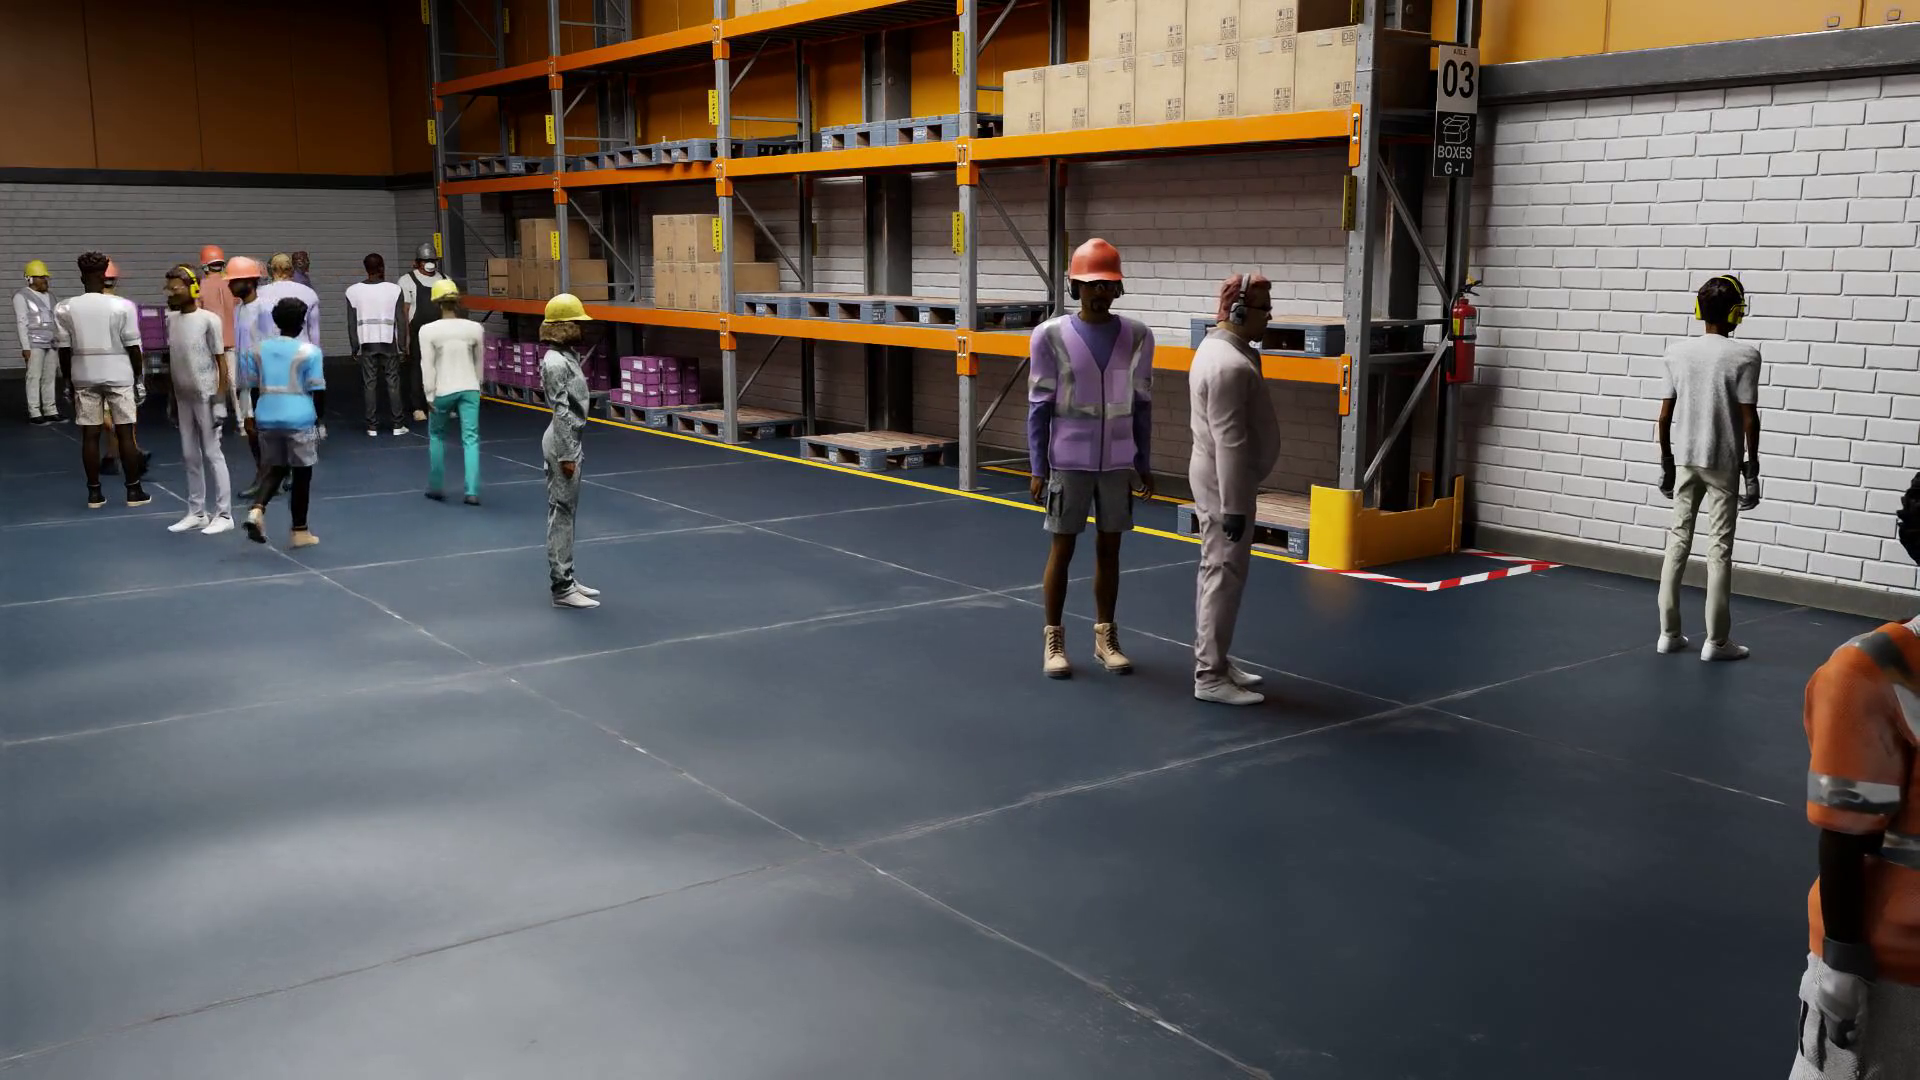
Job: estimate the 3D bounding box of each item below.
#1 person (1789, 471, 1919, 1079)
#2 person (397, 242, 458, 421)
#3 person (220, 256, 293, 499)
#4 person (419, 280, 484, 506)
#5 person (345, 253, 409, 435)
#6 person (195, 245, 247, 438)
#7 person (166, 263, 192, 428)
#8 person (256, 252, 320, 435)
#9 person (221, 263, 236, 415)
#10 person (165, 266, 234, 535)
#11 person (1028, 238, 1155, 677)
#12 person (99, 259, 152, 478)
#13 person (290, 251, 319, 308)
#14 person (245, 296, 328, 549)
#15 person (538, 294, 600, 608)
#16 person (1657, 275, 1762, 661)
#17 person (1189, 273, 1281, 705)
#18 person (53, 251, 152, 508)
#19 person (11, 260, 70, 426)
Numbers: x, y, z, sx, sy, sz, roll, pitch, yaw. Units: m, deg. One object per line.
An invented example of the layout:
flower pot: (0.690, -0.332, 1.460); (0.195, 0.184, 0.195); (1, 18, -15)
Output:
person: (1.628, 0.690, 2.790); (0.535, 1.697, 0.318); (-4, 11, -21)
person: (-6.063, -2.394, 19.098); (0.688, 2.000, 0.536); (-10, 14, -43)
person: (-5.548, -1.276, 13.172); (0.562, 1.918, 0.472); (8, 13, 39)
person: (-3.980, -1.152, 13.004); (0.530, 1.735, 0.797); (-6, 12, -32)
person: (-6.137, -2.053, 17.540); (0.590, 1.916, 0.396); (-2, 10, -10)
person: (-7.743, -2.067, 17.391); (0.614, 1.997, 0.348); (-10, 14, -44)
person: (-8.431, -2.128, 18.292); (0.581, 1.801, 0.652); (2, 10, 11)
person: (-6.215, -1.676, 15.366); (0.368, 1.939, 0.633); (9, 14, 42)
person: (-8.609, -2.354, 19.585); (0.493, 1.796, 0.604); (1, 10, 3)
person: (-5.335, -0.968, 11.605); (0.533, 1.864, 0.310); (4, 11, 22)
person: (0.624, -0.368, 7.746); (0.612, 2.041, 0.394); (-2, 10, -13)
person: (-7.290, -1.469, 14.303); (0.856, 1.911, 0.564); (5, 11, 27)
person: (-9.335, -3.147, 23.692); (0.410, 1.909, 0.643); (-5, 11, -27)
person: (-4.454, -0.759, 10.967); (0.549, 1.677, 0.478); (2, 10, 12)
person: (-2.181, -0.497, 9.305); (0.295, 1.744, 0.484); (-2, 10, -10)
person: (3.655, -0.346, 8.105); (0.328, 1.872, 0.512); (-8, 13, -39)
person: (1.205, -0.218, 7.336); (0.401, 1.894, 0.653); (1, 10, 4)
person: (-6.566, -1.221, 12.752); (0.603, 1.961, 0.368); (-2, 10, -12)
person: (-10.244, -2.194, 18.559); (0.404, 1.833, 0.592); (2, 10, 10)
